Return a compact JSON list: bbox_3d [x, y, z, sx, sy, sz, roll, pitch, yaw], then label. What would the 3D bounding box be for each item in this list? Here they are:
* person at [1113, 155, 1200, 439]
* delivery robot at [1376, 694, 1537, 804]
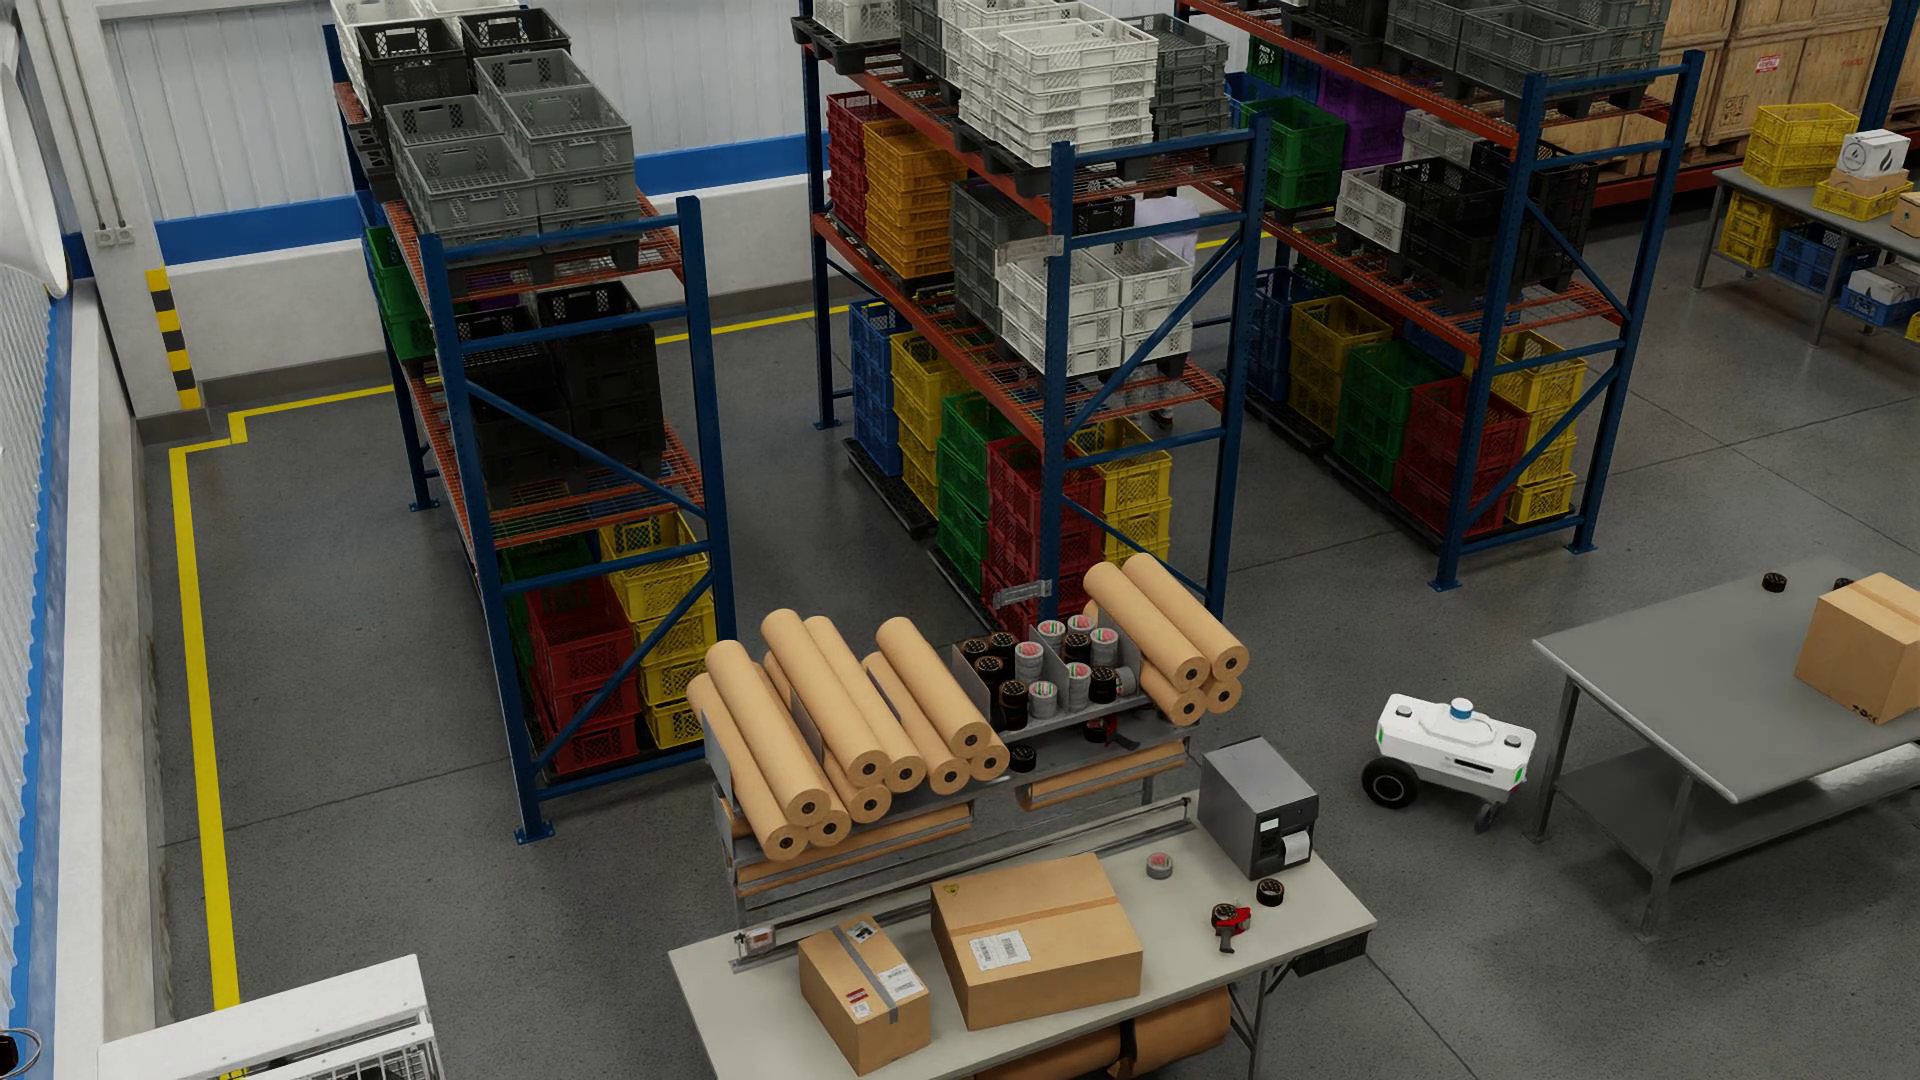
[{"bbox_3d":[1.245,-1.592,10.952,0.627,1.940,0.376,-12,34,-19],"label":"person"},{"bbox_3d":[2.379,0.981,7.997,0.707,0.478,0.477,15,34,22],"label":"delivery robot"}]
